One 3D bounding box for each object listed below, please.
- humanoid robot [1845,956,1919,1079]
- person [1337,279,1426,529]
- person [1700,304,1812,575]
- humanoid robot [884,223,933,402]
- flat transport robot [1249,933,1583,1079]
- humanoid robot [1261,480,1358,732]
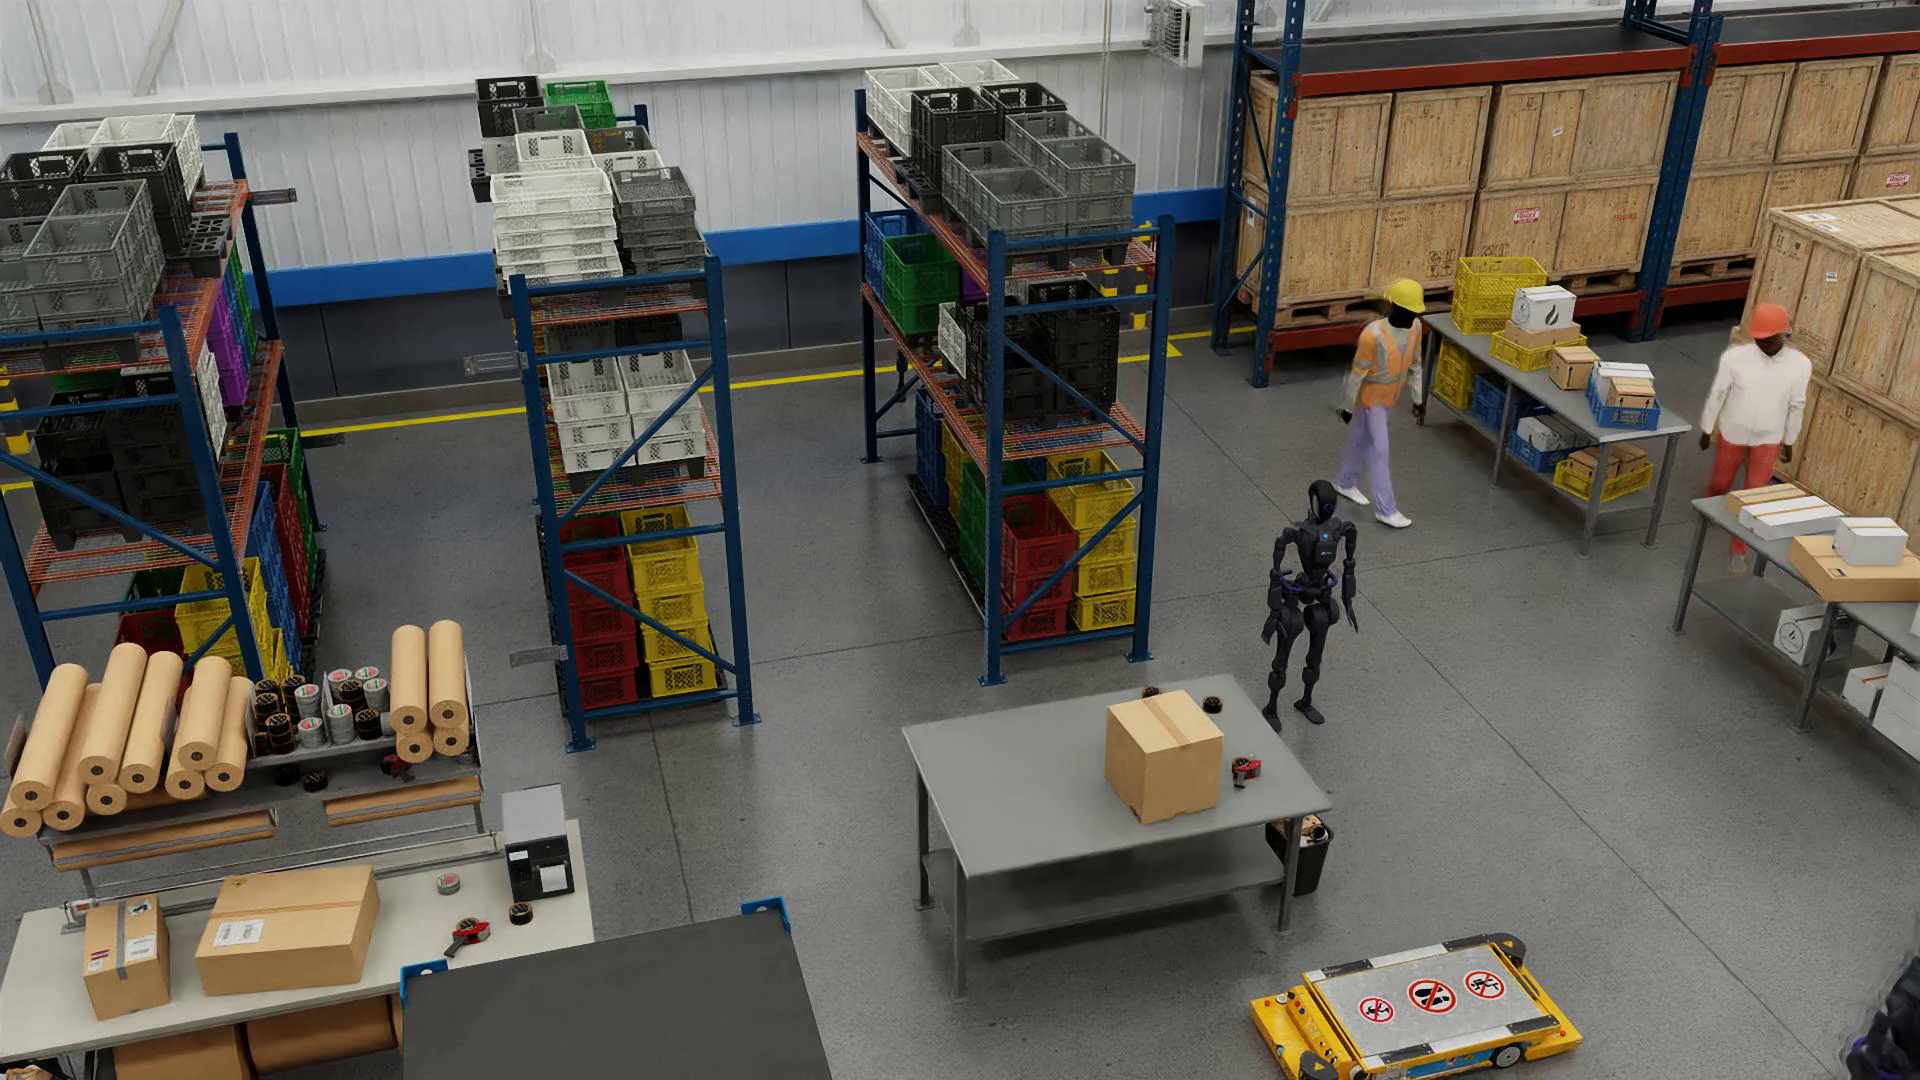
[{"bbox_3d":[3.744,2.191,6.717,0.595,1.654,0.463,-8,30,-15],"label":"humanoid robot"},{"bbox_3d":[3.223,-1.024,12.344,0.596,1.879,0.918,-21,35,-34],"label":"person"},{"bbox_3d":[5.614,-0.790,11.848,0.638,1.959,0.767,10,30,17],"label":"person"},{"bbox_3d":[-0.362,-2.000,14.327,0.599,1.654,0.325,-8,30,-14],"label":"humanoid robot"},{"bbox_3d":[2.184,2.282,7.980,1.431,0.197,0.652,-8,30,-14],"label":"flat transport robot"},{"bbox_3d":[2.099,0.396,9.964,0.599,1.657,0.325,-8,30,-14],"label":"humanoid robot"}]
